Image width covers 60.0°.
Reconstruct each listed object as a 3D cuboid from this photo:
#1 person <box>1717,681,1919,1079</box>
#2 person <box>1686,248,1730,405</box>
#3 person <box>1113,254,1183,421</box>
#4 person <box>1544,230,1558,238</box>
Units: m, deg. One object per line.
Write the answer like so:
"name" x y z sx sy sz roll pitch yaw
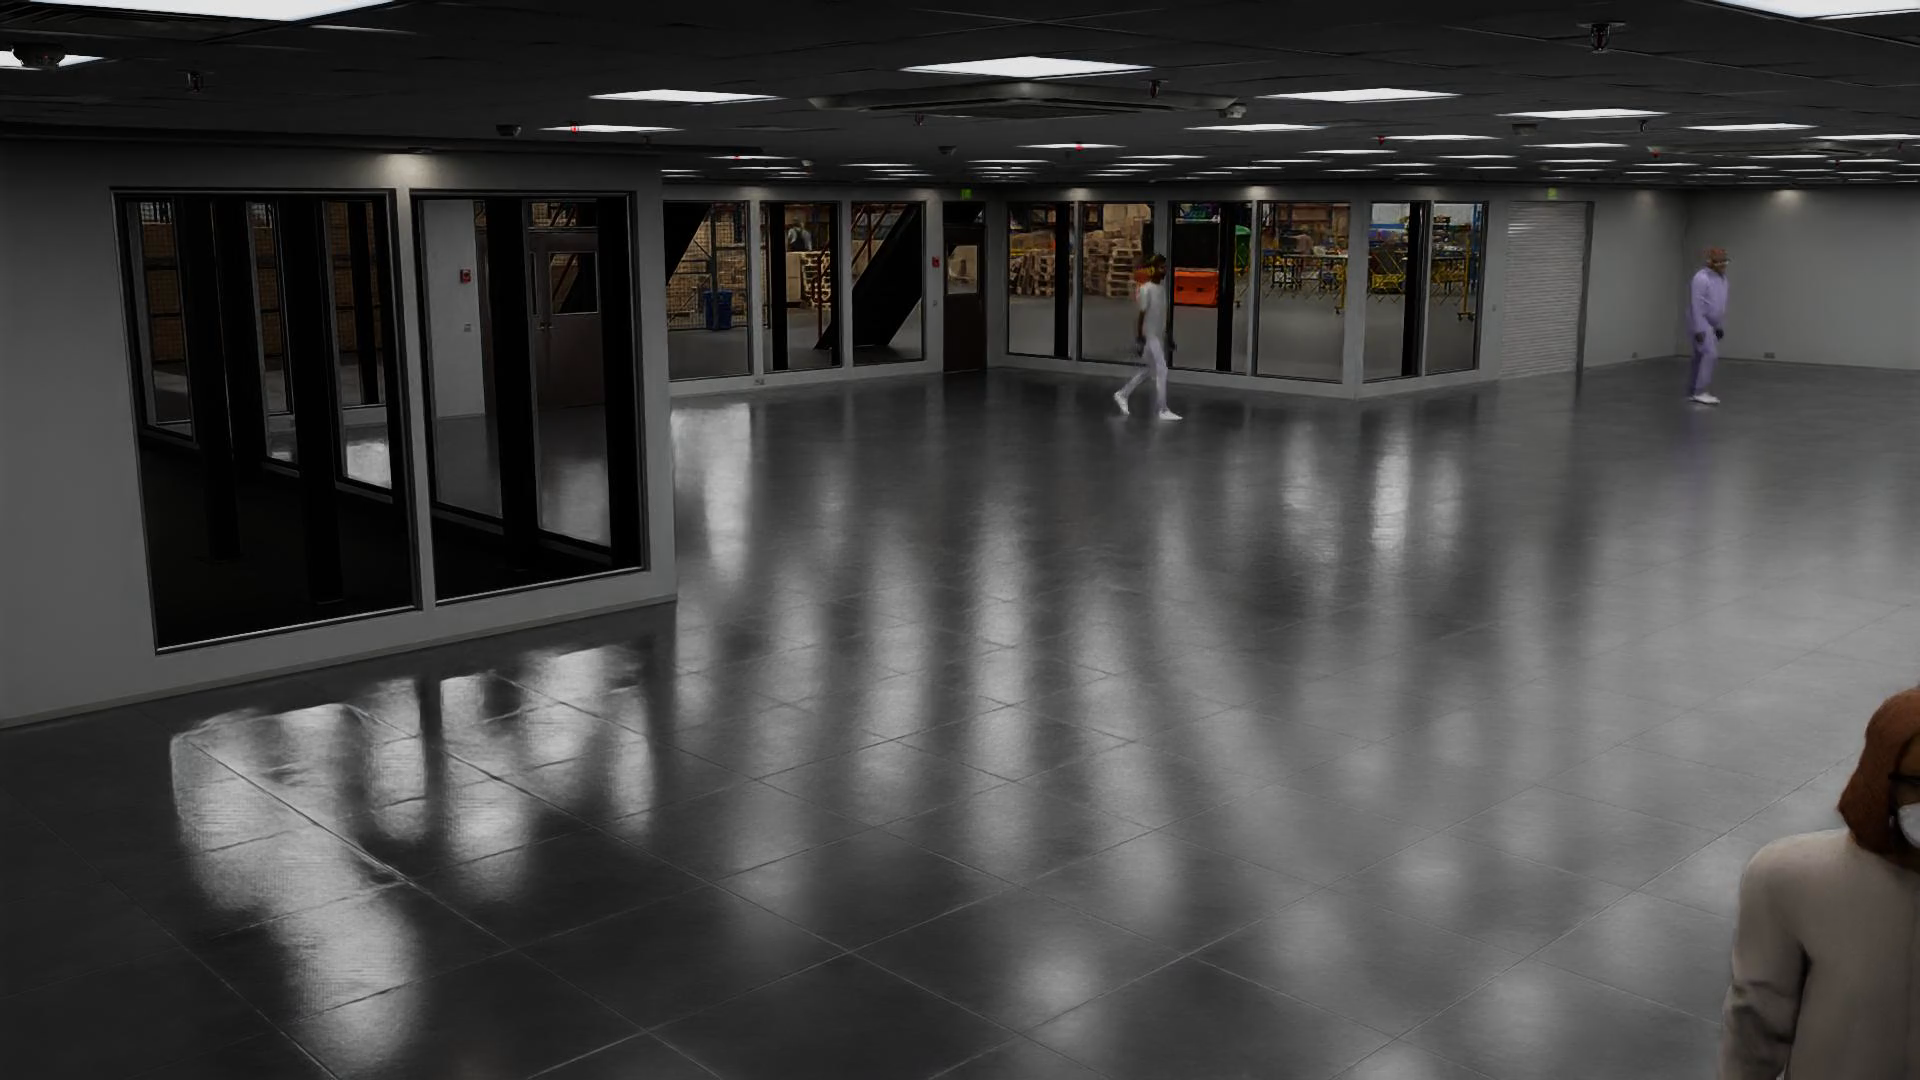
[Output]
"person" 1.453 1.007 2.616 0.507 1.633 0.272 5 12 22
"person" 8.920 -2.530 19.778 0.654 1.864 0.657 -10 15 -42
"person" 2.100 -2.259 18.479 0.865 1.841 0.527 7 13 31
"person" 27.608 -14.101 77.804 0.700 1.844 1.017 1 11 5
